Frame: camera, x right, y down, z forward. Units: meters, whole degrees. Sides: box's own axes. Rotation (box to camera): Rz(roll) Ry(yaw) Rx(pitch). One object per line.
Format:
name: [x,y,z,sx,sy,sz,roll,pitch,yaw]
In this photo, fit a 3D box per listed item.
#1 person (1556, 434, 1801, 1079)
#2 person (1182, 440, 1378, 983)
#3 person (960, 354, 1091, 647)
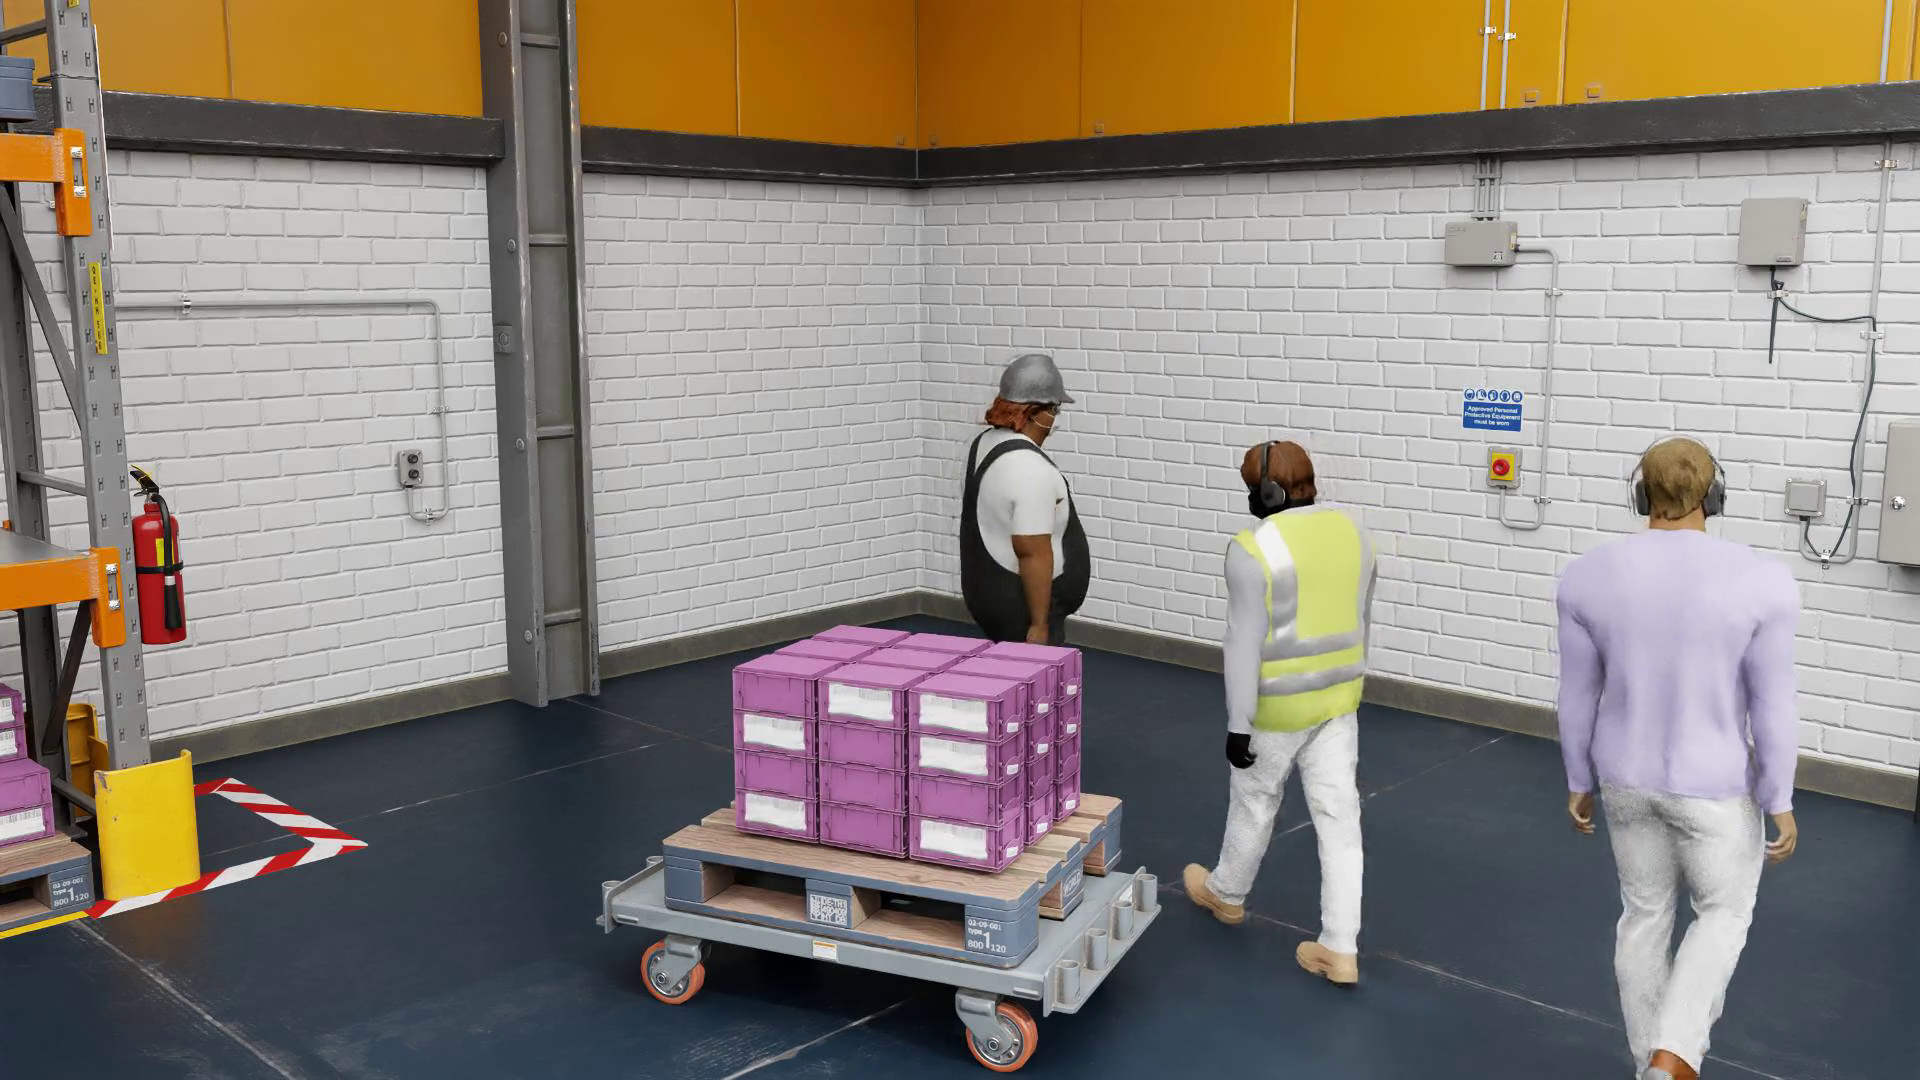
person: [1.918,0.677,4.540,0.657,1.918,0.515,7,12,38]
person: [1.109,0.552,5.705,0.662,1.783,0.924,-5,10,-27]
person: [0.266,0.230,6.900,0.566,2.000,0.706,-3,10,-19]
